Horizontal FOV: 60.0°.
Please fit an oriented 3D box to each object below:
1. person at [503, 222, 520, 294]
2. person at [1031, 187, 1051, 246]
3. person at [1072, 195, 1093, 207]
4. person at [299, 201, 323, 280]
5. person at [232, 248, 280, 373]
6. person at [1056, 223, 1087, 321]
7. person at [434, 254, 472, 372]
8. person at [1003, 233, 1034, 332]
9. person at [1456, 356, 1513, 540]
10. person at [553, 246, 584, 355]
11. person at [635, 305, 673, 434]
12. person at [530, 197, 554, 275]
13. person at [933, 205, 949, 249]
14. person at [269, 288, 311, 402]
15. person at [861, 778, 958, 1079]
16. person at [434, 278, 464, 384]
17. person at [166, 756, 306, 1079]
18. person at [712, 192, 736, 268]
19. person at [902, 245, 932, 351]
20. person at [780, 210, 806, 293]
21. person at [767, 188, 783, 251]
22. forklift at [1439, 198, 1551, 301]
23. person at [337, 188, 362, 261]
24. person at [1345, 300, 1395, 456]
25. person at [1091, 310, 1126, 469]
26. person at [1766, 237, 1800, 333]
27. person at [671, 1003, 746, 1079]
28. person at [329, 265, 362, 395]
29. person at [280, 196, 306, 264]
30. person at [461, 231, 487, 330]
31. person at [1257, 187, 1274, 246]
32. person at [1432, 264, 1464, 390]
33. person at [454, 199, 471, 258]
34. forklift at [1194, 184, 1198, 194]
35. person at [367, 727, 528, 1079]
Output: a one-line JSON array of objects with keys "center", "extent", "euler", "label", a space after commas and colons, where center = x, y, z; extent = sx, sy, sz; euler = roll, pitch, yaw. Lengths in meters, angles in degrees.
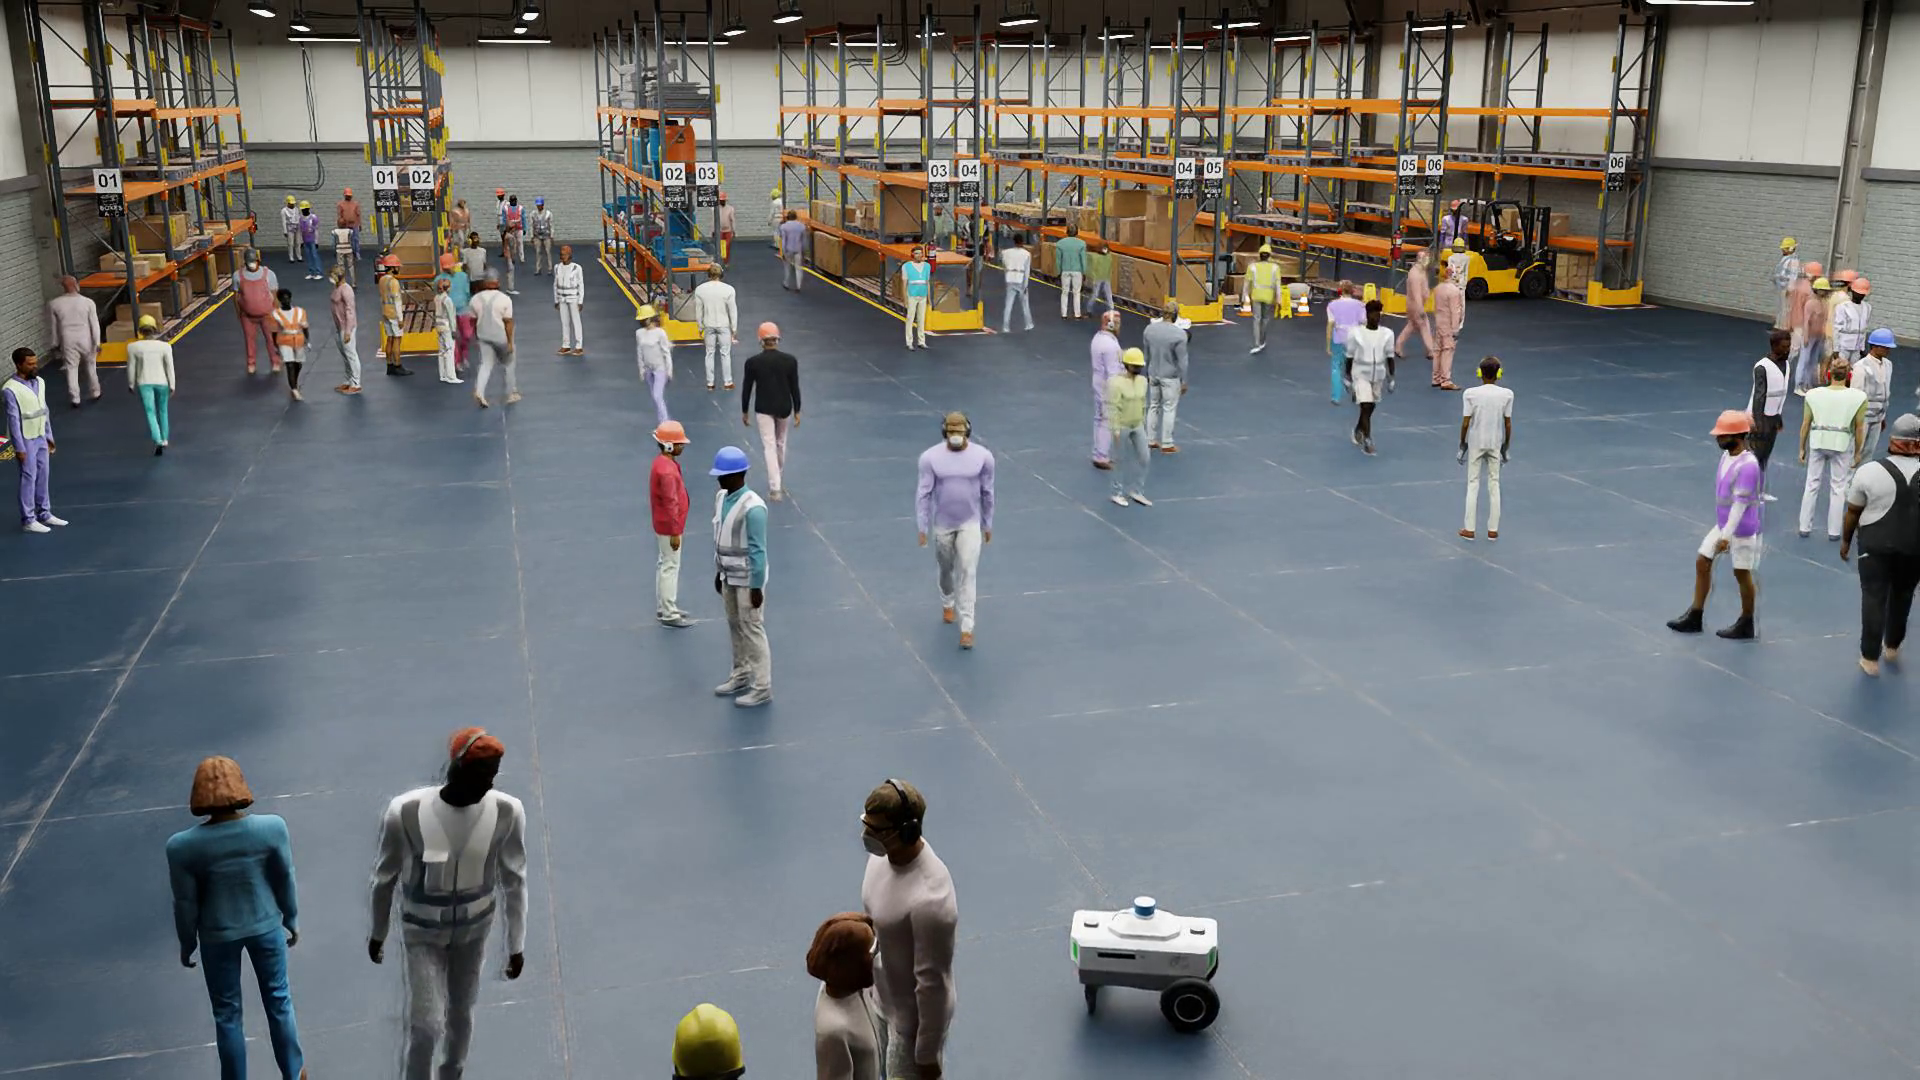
[{"center": [-10.220, -6.418, 37.876], "extent": [0.318, 1.630, 0.522], "euler": [-6, 16, -22], "label": "person"}, {"center": [2.259, -9.059, 47.243], "extent": [0.637, 1.921, 0.677], "euler": [-3, 15, -11], "label": "person"}, {"center": [3.593, -9.471, 48.958], "extent": [0.627, 1.844, 0.429], "euler": [0, 15, 1], "label": "person"}, {"center": [-16.011, -7.369, 40.901], "extent": [0.585, 1.919, 0.390], "euler": [7, 17, 26], "label": "person"}, {"center": [-11.392, -3.725, 26.953], "extent": [0.685, 2.000, 0.535], "euler": [-5, 16, -18], "label": "person"}, {"center": [2.232, -5.347, 33.254], "extent": [0.635, 1.939, 0.367], "euler": [4, 16, 16], "label": "person"}, {"center": [-8.183, -3.674, 26.957], "extent": [0.649, 1.940, 0.592], "euler": [-11, 19, -36], "label": "person"}, {"center": [1.078, -4.909, 31.759], "extent": [0.589, 1.865, 0.960], "euler": [6, 16, 21], "label": "person"}, {"center": [5.268, -0.920, 16.742], "extent": [0.513, 1.864, 0.337], "euler": [2, 15, 6], "label": "person"}, {"center": [-6.794, -4.151, 28.860], "extent": [0.584, 1.882, 0.348], "euler": [6, 16, 21], "label": "person"}, {"center": [-4.038, -2.240, 21.958], "extent": [0.543, 1.729, 0.556], "euler": [10, 18, 34], "label": "person"}, {"center": [-10.528, -7.648, 41.892], "extent": [0.610, 1.947, 0.388], "euler": [0, 15, -2], "label": "person"}, {"center": [-0.540, -8.026, 43.947], "extent": [0.405, 1.620, 0.537], "euler": [12, 19, 38], "label": "person"}, {"center": [-9.932, -2.916, 24.642], "extent": [0.523, 1.659, 0.841], "euler": [-12, 19, -38], "label": "person"}, {"center": [-0.198, 1.808, 6.354], "extent": [0.362, 1.932, 0.630], "euler": [-5, 16, -19], "label": "person"}, {"center": [-8.026, -3.266, 25.996], "extent": [0.309, 1.639, 0.523], "euler": [-13, 20, -41], "label": "person"}, {"center": [-3.140, 1.718, 7.253], "extent": [0.499, 1.633, 0.283], "euler": [-8, 17, -28], "label": "person"}, {"center": [-6.189, -8.115, 43.611], "extent": [0.616, 1.975, 0.603], "euler": [-3, 15, -12], "label": "person"}, {"center": [-0.770, -4.283, 29.425], "extent": [0.567, 1.846, 0.389], "euler": [-9, 18, -31], "label": "person"}, {"center": [-3.837, -6.639, 38.232], "extent": [0.647, 1.879, 1.045], "euler": [-6, 16, -23], "label": "person"}, {"center": [-5.470, -9.376, 48.675], "extent": [0.681, 1.814, 0.624], "euler": [7, 16, 24], "label": "person"}, {"center": [11.913, -6.508, 37.130], "extent": [2.313, 2.155, 1.214], "euler": [-4, 15, -15], "label": "forklift"}, {"center": [-16.680, -8.624, 45.498], "extent": [0.613, 1.986, 0.406], "euler": [-8, 17, -27], "label": "person"}, {"center": [5.159, -2.087, 21.011], "extent": [0.614, 1.931, 0.955], "euler": [-2, 15, -6], "label": "person"}, {"center": [1.795, -1.810, 20.013], "extent": [0.403, 1.905, 0.651], "euler": [-3, 15, -11], "label": "person"}, {"center": [15.525, -4.775, 31.317], "extent": [0.403, 1.827, 0.588], "euler": [2, 15, 6], "label": "person"}, {"center": [-0.736, 2.229, 5.071], "extent": [0.527, 1.772, 0.301], "euler": [0, 15, 1], "label": "person"}, {"center": [-9.278, -3.169, 25.058], "extent": [0.372, 1.940, 0.632], "euler": [-10, 18, -34], "label": "person"}, {"center": [-17.970, -8.350, 44.791], "extent": [0.404, 1.820, 0.597], "euler": [7, 17, 26], "label": "person"}, {"center": [-9.335, -5.010, 32.107], "extent": [0.524, 1.876, 0.325], "euler": [-13, 20, -40], "label": "person"}, {"center": [8.752, -9.218, 47.866], "extent": [0.386, 1.919, 0.581], "euler": [-11, 18, -36], "label": "person"}, {"center": [7.491, -3.260, 25.461], "extent": [0.407, 1.910, 0.639], "euler": [-3, 15, -9], "label": "person"}, {"center": [-13.833, -8.662, 46.317], "extent": [0.379, 1.623, 0.542], "euler": [14, 20, 41], "label": "person"}, {"center": [7.392, -11.333, 53.972], "extent": [1.873, 2.768, 1.129], "euler": [-4, 15, -15], "label": "forklift"}, {"center": [-2.143, 1.673, 7.031], "extent": [0.661, 1.834, 0.577], "euler": [-7, 17, -26], "label": "person"}]
